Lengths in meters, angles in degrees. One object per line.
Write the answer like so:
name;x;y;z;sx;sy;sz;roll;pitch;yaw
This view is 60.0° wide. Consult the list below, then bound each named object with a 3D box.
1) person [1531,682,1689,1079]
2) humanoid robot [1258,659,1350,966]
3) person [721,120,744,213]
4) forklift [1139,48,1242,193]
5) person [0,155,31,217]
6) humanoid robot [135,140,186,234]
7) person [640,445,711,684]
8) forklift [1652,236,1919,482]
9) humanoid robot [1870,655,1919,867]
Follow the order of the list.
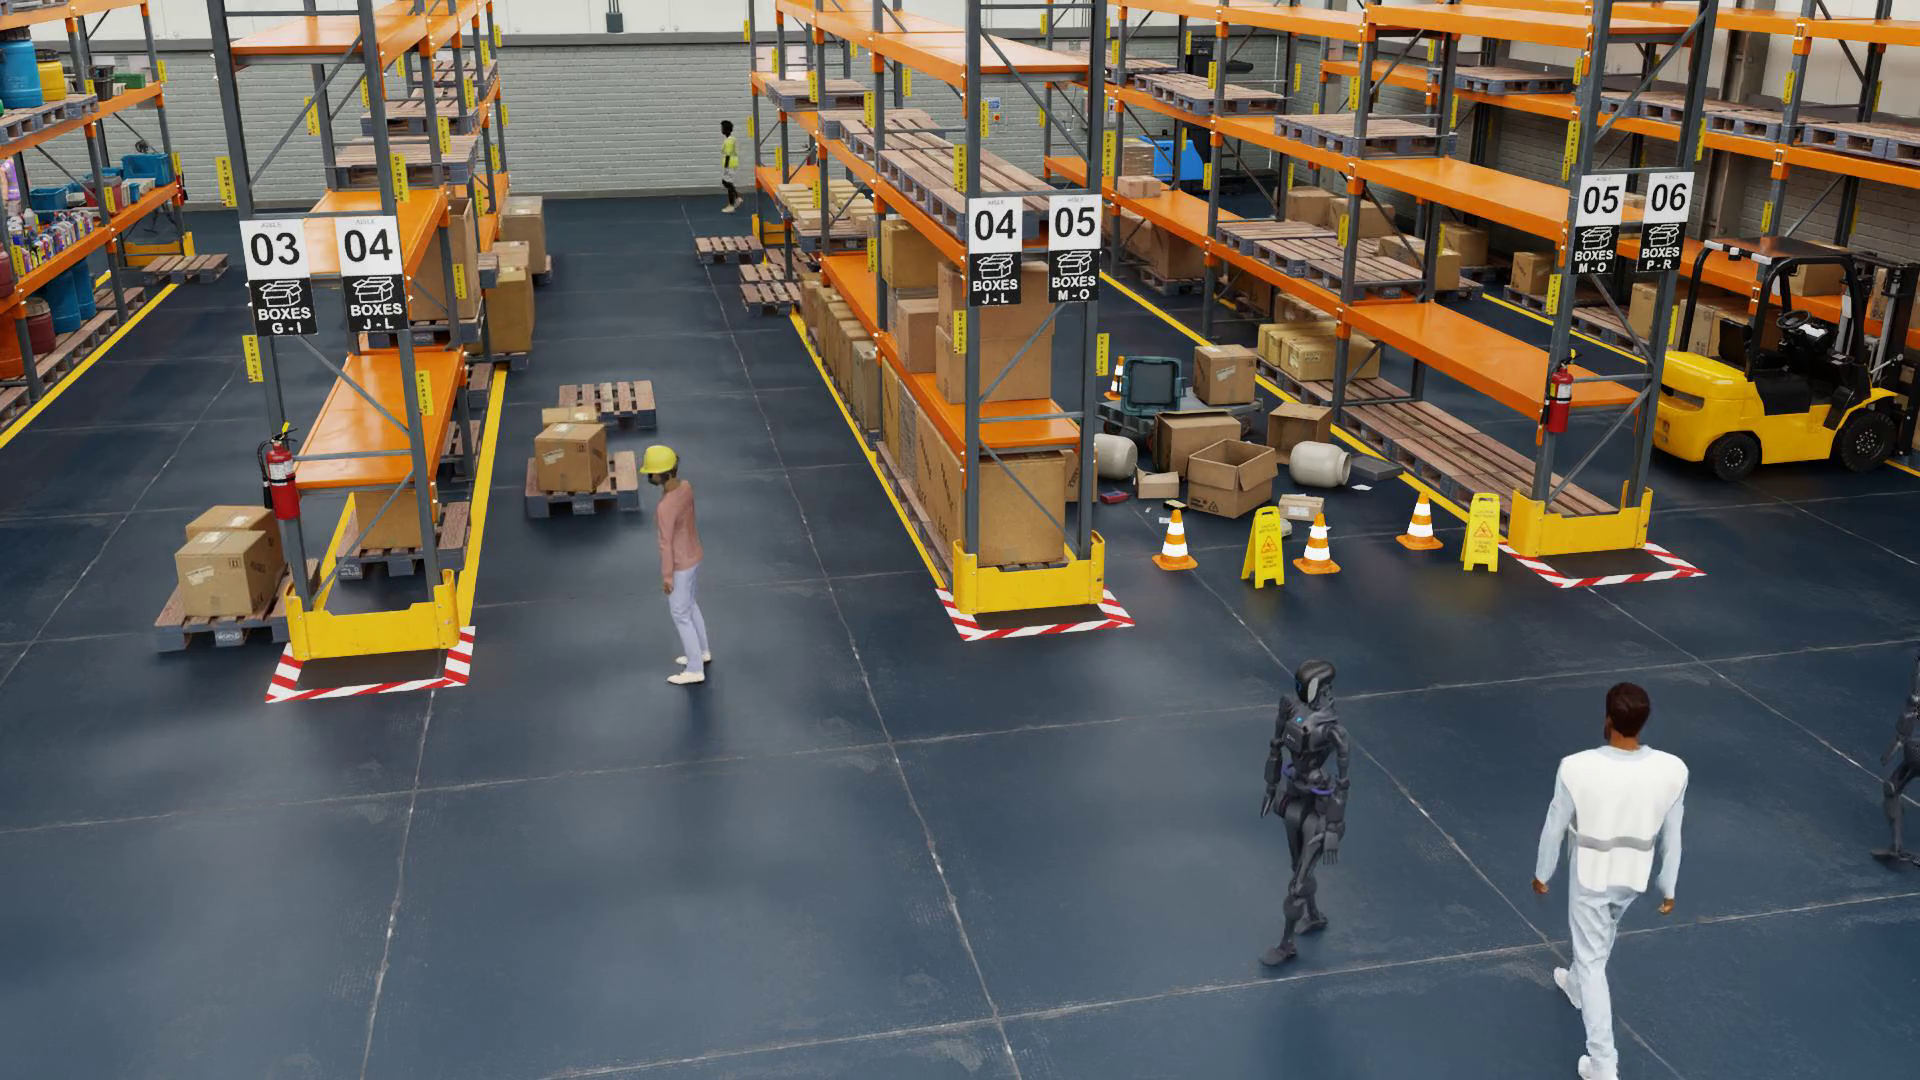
person;3.011;1.553;7.723;0.611;1.874;0.985;-1;20;-2
humanoid robot;1.742;1.363;8.522;0.604;1.638;0.583;-12;24;-30
person;-4.270;-6.903;30.744;0.361;1.684;0.546;-2;20;-5
forklift;4.566;-8.313;32.860;1.873;2.768;1.129;-4;21;-12
person;-15.367;-5.561;27.143;0.348;1.688;0.492;11;23;26
humanoid robot;-13.789;-6.054;28.542;0.672;1.616;0.611;-10;23;-26
person;-1.984;0.164;11.634;0.379;1.749;0.534;3;21;9
forklift;8.013;-1.814;16.330;2.313;2.155;1.214;-4;21;-12
humanoid robot;5.459;1.089;9.246;0.608;1.646;0.397;-3;21;-7
